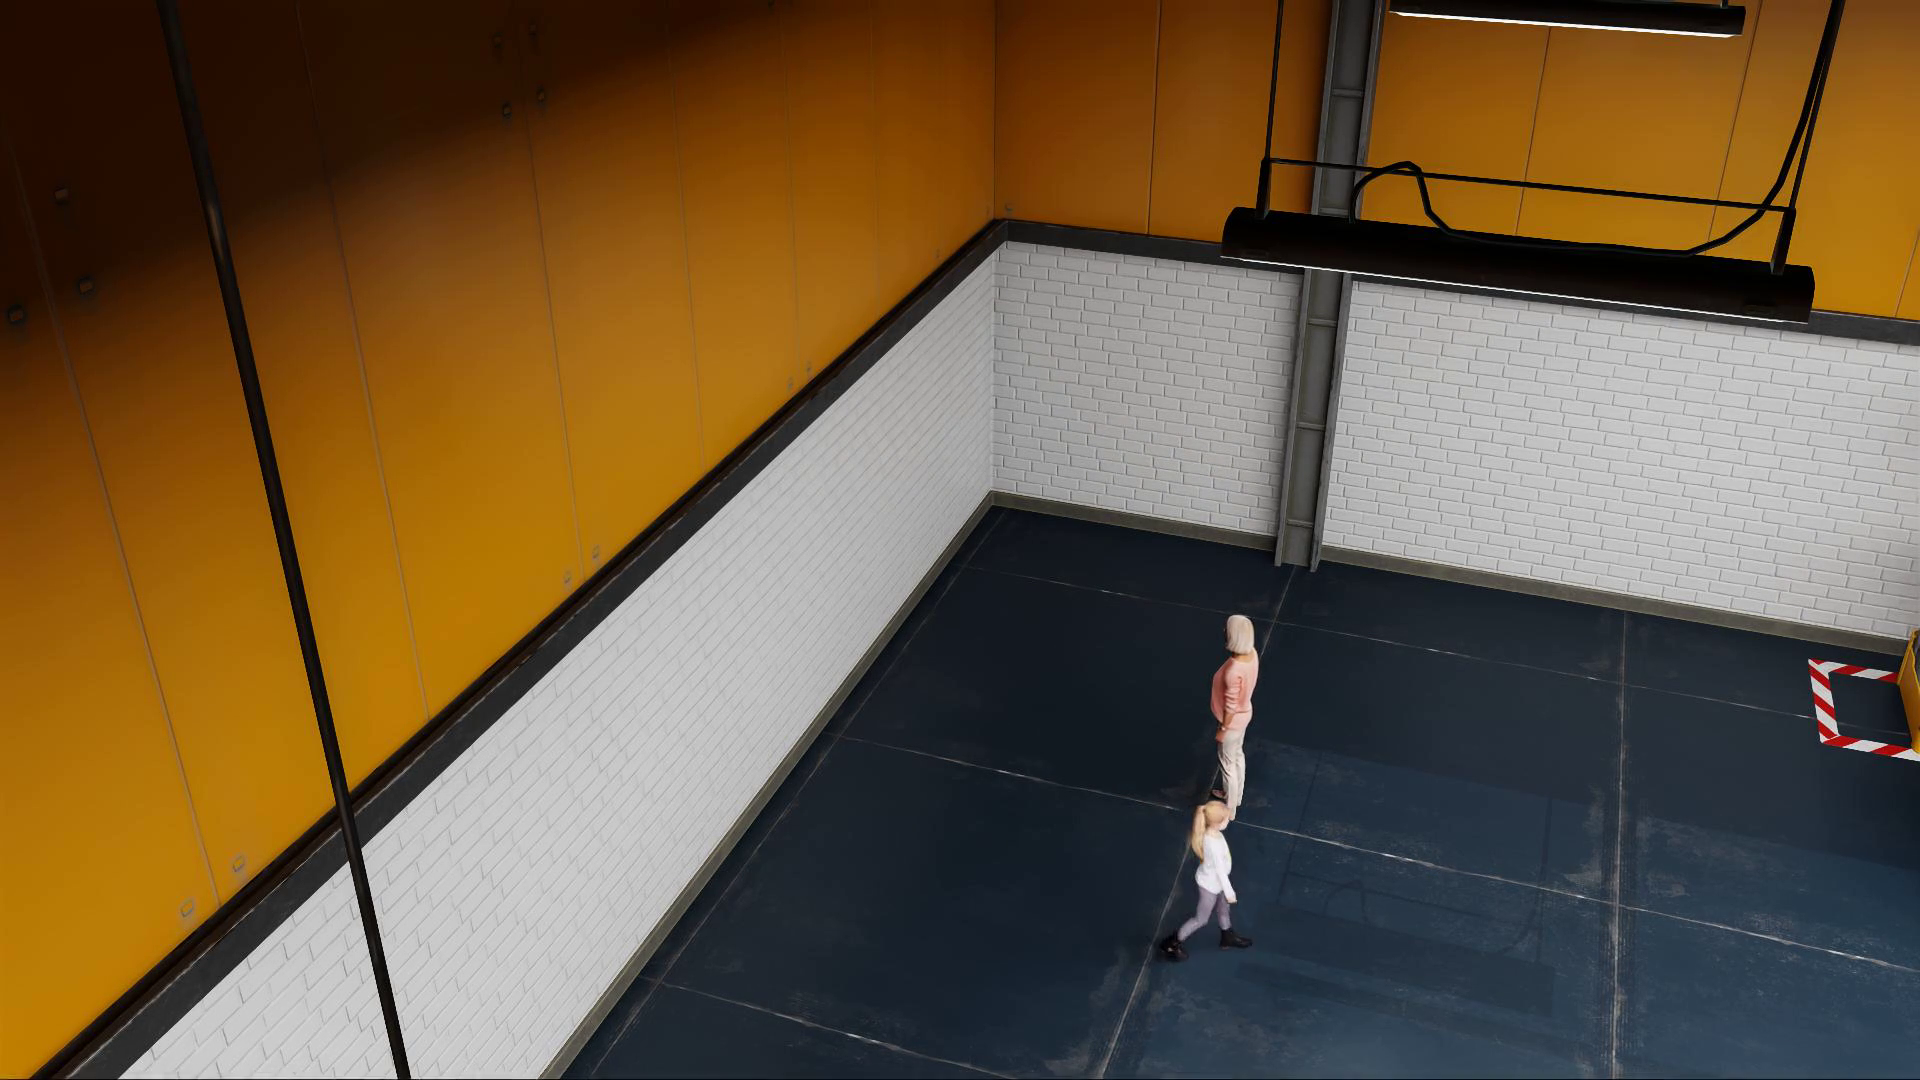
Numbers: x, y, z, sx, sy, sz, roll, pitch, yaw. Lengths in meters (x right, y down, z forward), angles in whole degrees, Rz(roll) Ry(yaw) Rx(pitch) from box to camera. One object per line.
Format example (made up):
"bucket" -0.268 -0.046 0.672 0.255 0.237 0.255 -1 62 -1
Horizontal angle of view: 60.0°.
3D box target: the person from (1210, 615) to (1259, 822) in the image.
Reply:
"person" 2.021 1.306 12.308 0.545 1.725 0.619 13 31 22

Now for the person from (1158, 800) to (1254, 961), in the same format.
"person" 1.595 2.278 11.007 0.934 1.264 0.680 0 29 0
